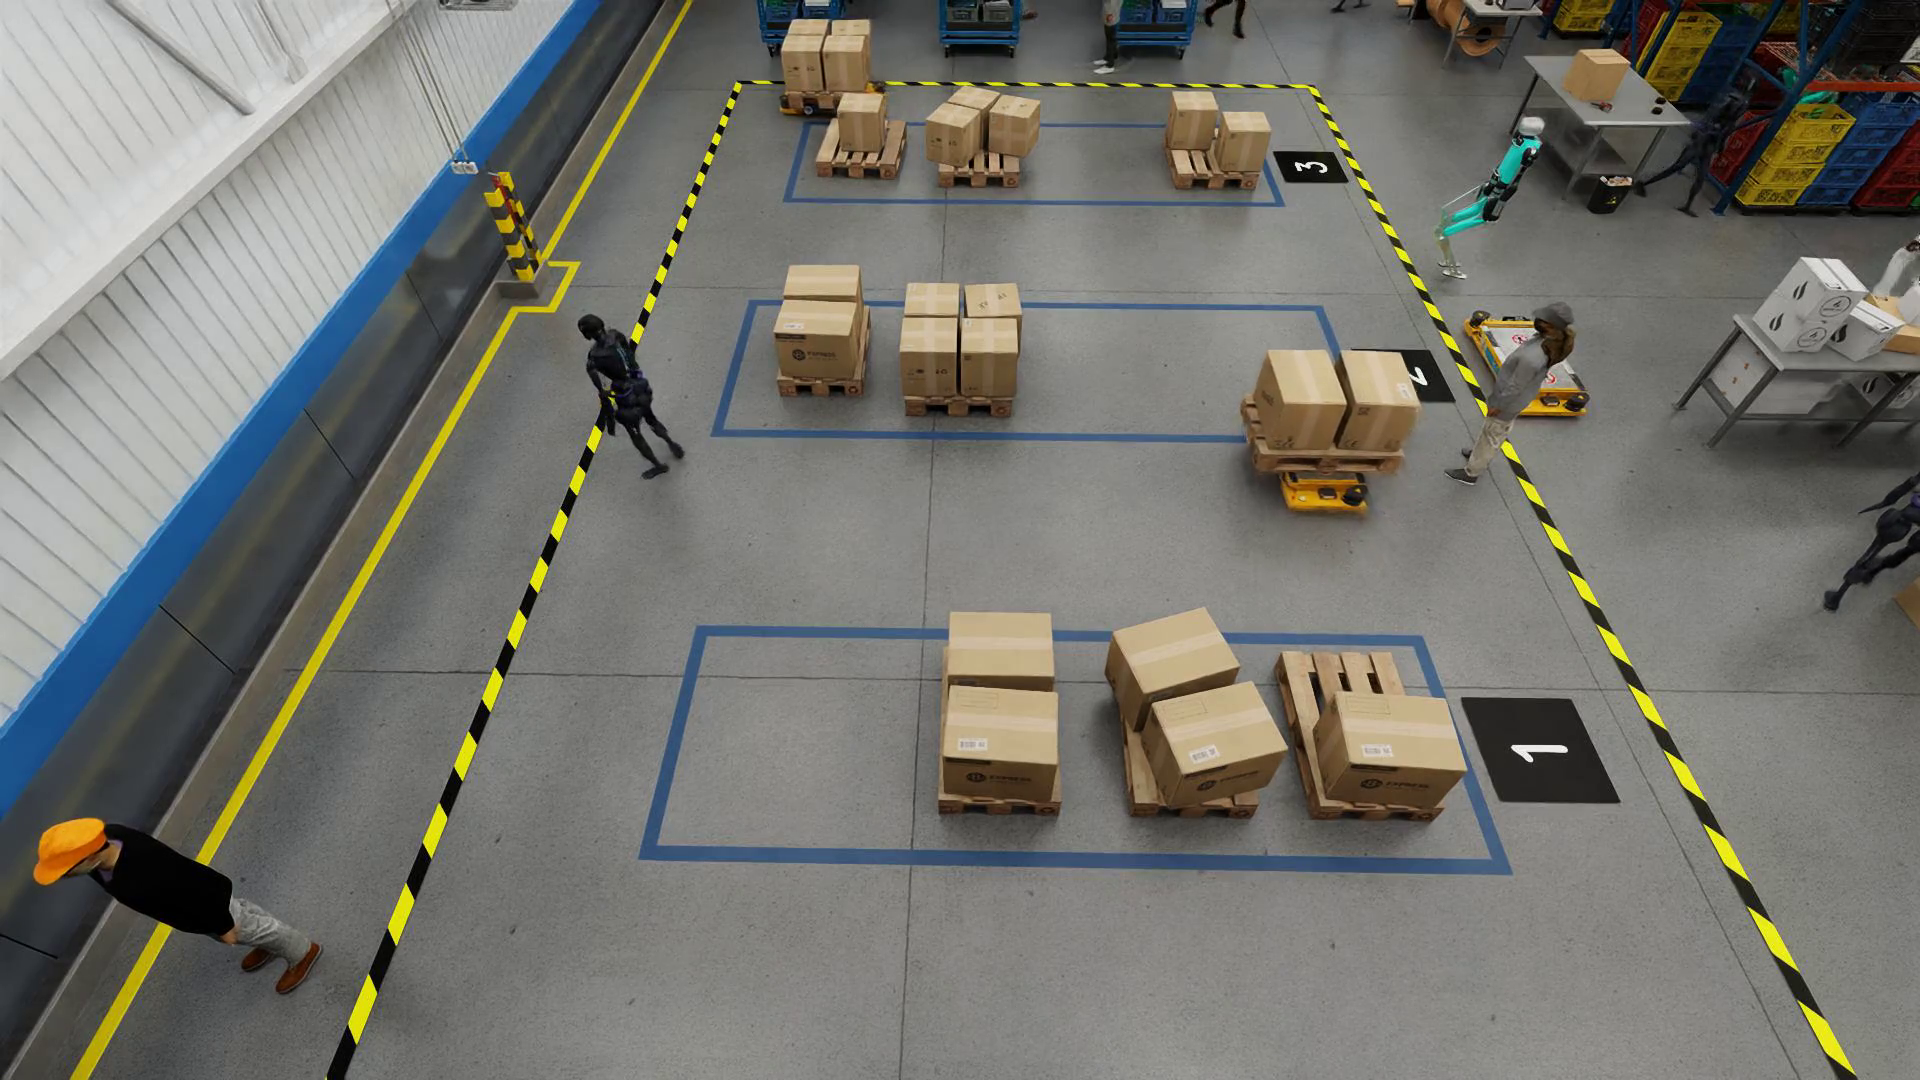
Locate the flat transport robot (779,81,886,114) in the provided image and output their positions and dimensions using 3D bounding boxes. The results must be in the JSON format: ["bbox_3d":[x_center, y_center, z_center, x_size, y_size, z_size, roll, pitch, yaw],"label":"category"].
[{"bbox_3d":[-1.791,-6.252,12.927,1.431,0.197,0.652,1,49,1],"label":"flat transport robot"}]

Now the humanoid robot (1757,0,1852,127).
[{"bbox_3d":[10.945,-6.061,11.838,0.660,1.847,0.543,2,49,2],"label":"humanoid robot"}]

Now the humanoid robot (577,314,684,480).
[{"bbox_3d":[-2.730,-1.188,7.631,0.410,1.645,0.588,11,50,9],"label":"humanoid robot"}]

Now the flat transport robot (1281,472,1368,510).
[{"bbox_3d":[3.152,-0.852,8.253,0.652,0.197,1.431,1,49,1],"label":"flat transport robot"}]

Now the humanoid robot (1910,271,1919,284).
[{"bbox_3d":[10.567,-3.350,9.394,0.528,1.692,0.737,5,49,4],"label":"humanoid robot"}]

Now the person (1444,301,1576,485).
[{"bbox_3d":[4.575,-1.192,7.571,0.399,1.768,0.572,36,58,27],"label":"person"}]

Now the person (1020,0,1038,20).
[{"bbox_3d":[0.760,-9.178,14.403,0.982,1.899,0.630,-15,51,-13],"label":"person"}]

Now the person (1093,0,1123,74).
[{"bbox_3d":[2.140,-7.703,13.153,0.397,1.850,0.597,4,49,3],"label":"person"}]

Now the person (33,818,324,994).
[{"bbox_3d":[-4.037,1.921,4.803,0.590,1.881,0.380,21,52,17],"label":"person"}]

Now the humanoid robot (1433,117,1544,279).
[{"bbox_3d":[5.366,-3.558,9.552,0.735,1.677,0.533,8,50,7],"label":"humanoid robot"}]

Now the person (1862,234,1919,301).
[{"bbox_3d":[9.803,-3.051,9.116,0.615,1.861,0.633,10,50,9],"label":"person"}]

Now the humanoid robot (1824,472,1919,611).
[{"bbox_3d":[7.108,-0.159,6.766,0.608,1.627,0.769,35,58,27],"label":"humanoid robot"}]

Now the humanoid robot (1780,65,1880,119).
[{"bbox_3d":[10.744,-5.596,11.418,0.972,1.759,0.530,1,49,0],"label":"humanoid robot"}]

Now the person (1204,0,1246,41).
[{"bbox_3d":[4.224,-8.743,13.993,0.613,1.944,0.739,-26,54,-20],"label":"person"}]

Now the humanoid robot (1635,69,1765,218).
[{"bbox_3d":[8.665,-4.671,10.681,0.608,1.635,0.790,-19,52,-16],"label":"humanoid robot"}]

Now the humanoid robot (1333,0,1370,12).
[{"bbox_3d":[6.570,-9.434,14.792,0.691,1.624,0.602,-4,49,-4],"label":"humanoid robot"}]

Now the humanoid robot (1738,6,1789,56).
[{"bbox_3d":[11.971,-7.938,13.482,0.694,1.887,0.550,-25,54,-20],"label":"humanoid robot"}]

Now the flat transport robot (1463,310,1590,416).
[{"bbox_3d":[5.573,-1.757,9.054,0.659,0.231,1.431,1,49,1],"label":"flat transport robot"}]

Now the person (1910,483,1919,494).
[{"bbox_3d":[8.609,-1.032,7.314,0.614,1.947,0.386,36,58,27],"label":"person"}]
